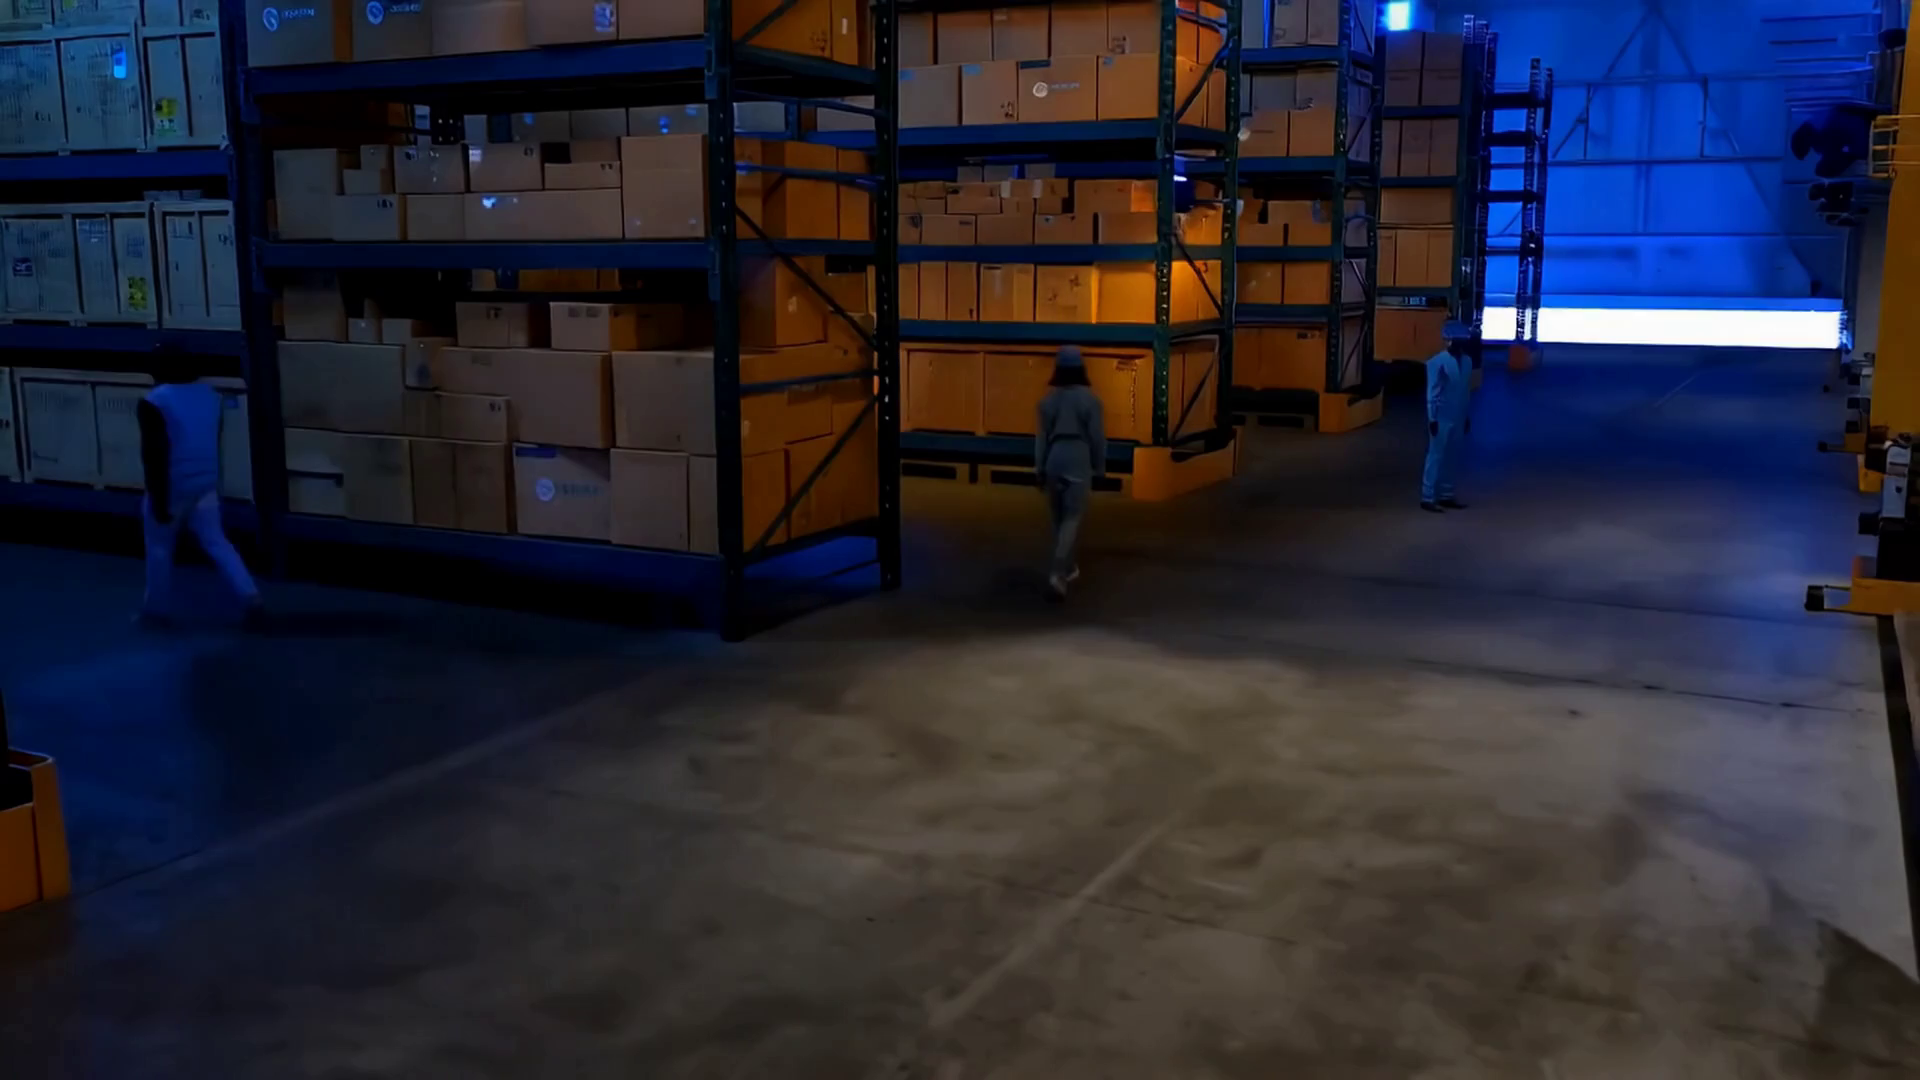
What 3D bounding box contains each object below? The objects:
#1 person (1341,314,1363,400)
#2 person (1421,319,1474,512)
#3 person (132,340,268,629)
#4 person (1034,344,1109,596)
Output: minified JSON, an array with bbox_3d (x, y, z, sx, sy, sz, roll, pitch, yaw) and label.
[{"bbox_3d":[5.698,-2.780,24.509,0.928,1.790,0.586,7,12,37],"label":"person"},{"bbox_3d":[4.446,-1.121,15.032,0.563,1.742,0.353,-7,12,-34],"label":"person"},{"bbox_3d":[-4.750,-0.328,10.254,0.906,1.813,0.627,4,11,21],"label":"person"},{"bbox_3d":[0.730,-0.489,11.467,0.486,1.708,0.840,5,11,25],"label":"person"}]
